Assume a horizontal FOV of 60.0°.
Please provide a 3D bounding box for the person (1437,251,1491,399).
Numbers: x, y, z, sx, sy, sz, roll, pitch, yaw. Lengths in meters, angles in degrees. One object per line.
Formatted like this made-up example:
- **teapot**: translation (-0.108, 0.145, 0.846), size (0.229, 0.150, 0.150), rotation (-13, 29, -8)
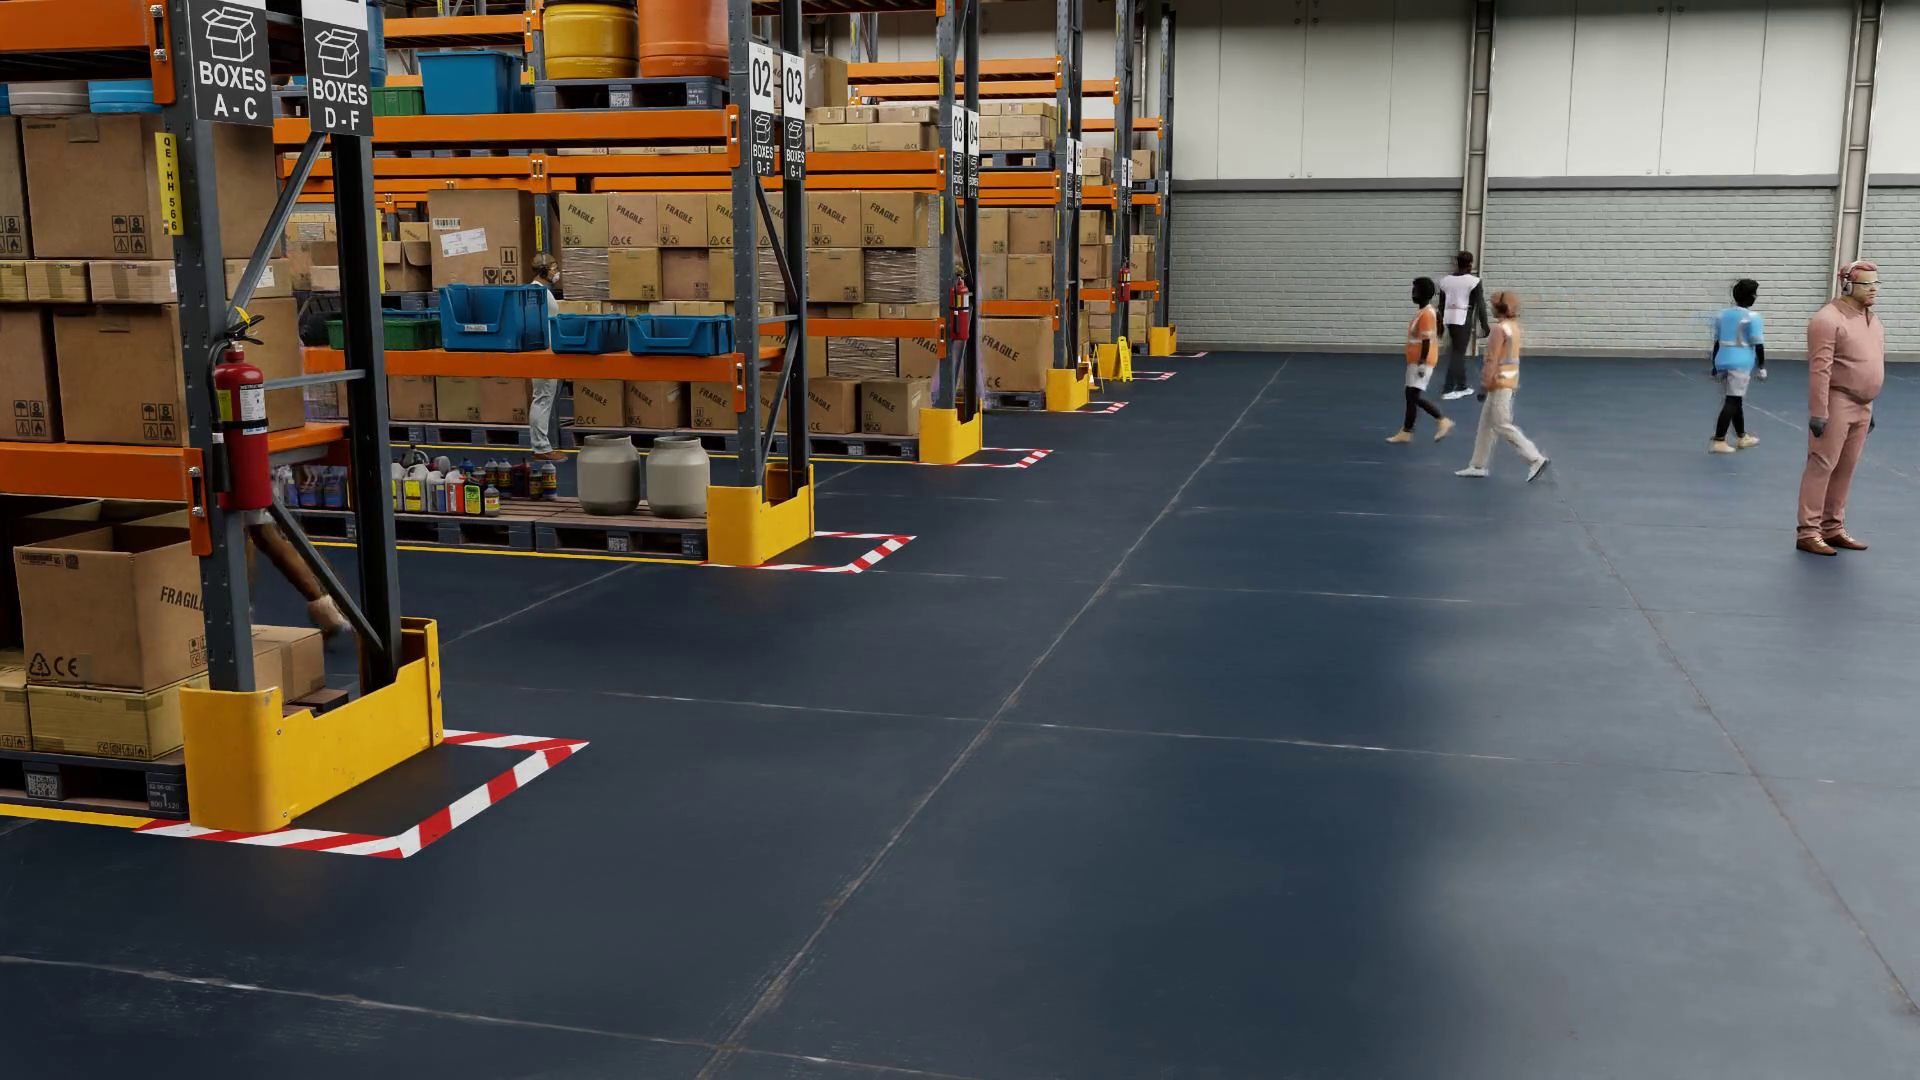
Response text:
- **person**: translation (6.558, -2.776, 21.540), size (0.851, 1.884, 0.593), rotation (-7, 12, -33)

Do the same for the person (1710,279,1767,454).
- **person**: translation (7.540, -1.656, 15.946), size (0.786, 1.664, 0.549), rotation (-3, 11, -16)

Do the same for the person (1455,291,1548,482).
- **person**: translation (4.632, -1.300, 14.105), size (0.742, 1.614, 0.513), rotation (6, 12, 28)

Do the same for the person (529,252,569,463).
- **person**: translation (-3.838, -1.675, 15.342), size (0.370, 1.932, 0.623), rotation (-3, 11, -14)

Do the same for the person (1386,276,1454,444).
- **person**: translation (4.593, -1.774, 16.543), size (0.578, 1.687, 0.546), rotation (2, 10, 9)

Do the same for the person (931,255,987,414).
- **person**: translation (-0.117, -2.392, 19.478), size (0.964, 1.857, 0.677), rotation (2, 10, 12)

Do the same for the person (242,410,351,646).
- **person**: translation (-3.498, -0.439, 8.313), size (1.037, 2.001, 0.612), rotation (3, 11, 14)

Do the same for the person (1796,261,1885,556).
- **person**: translation (5.786, -0.857, 10.858), size (0.648, 1.907, 0.401), rotation (-6, 12, -32)
